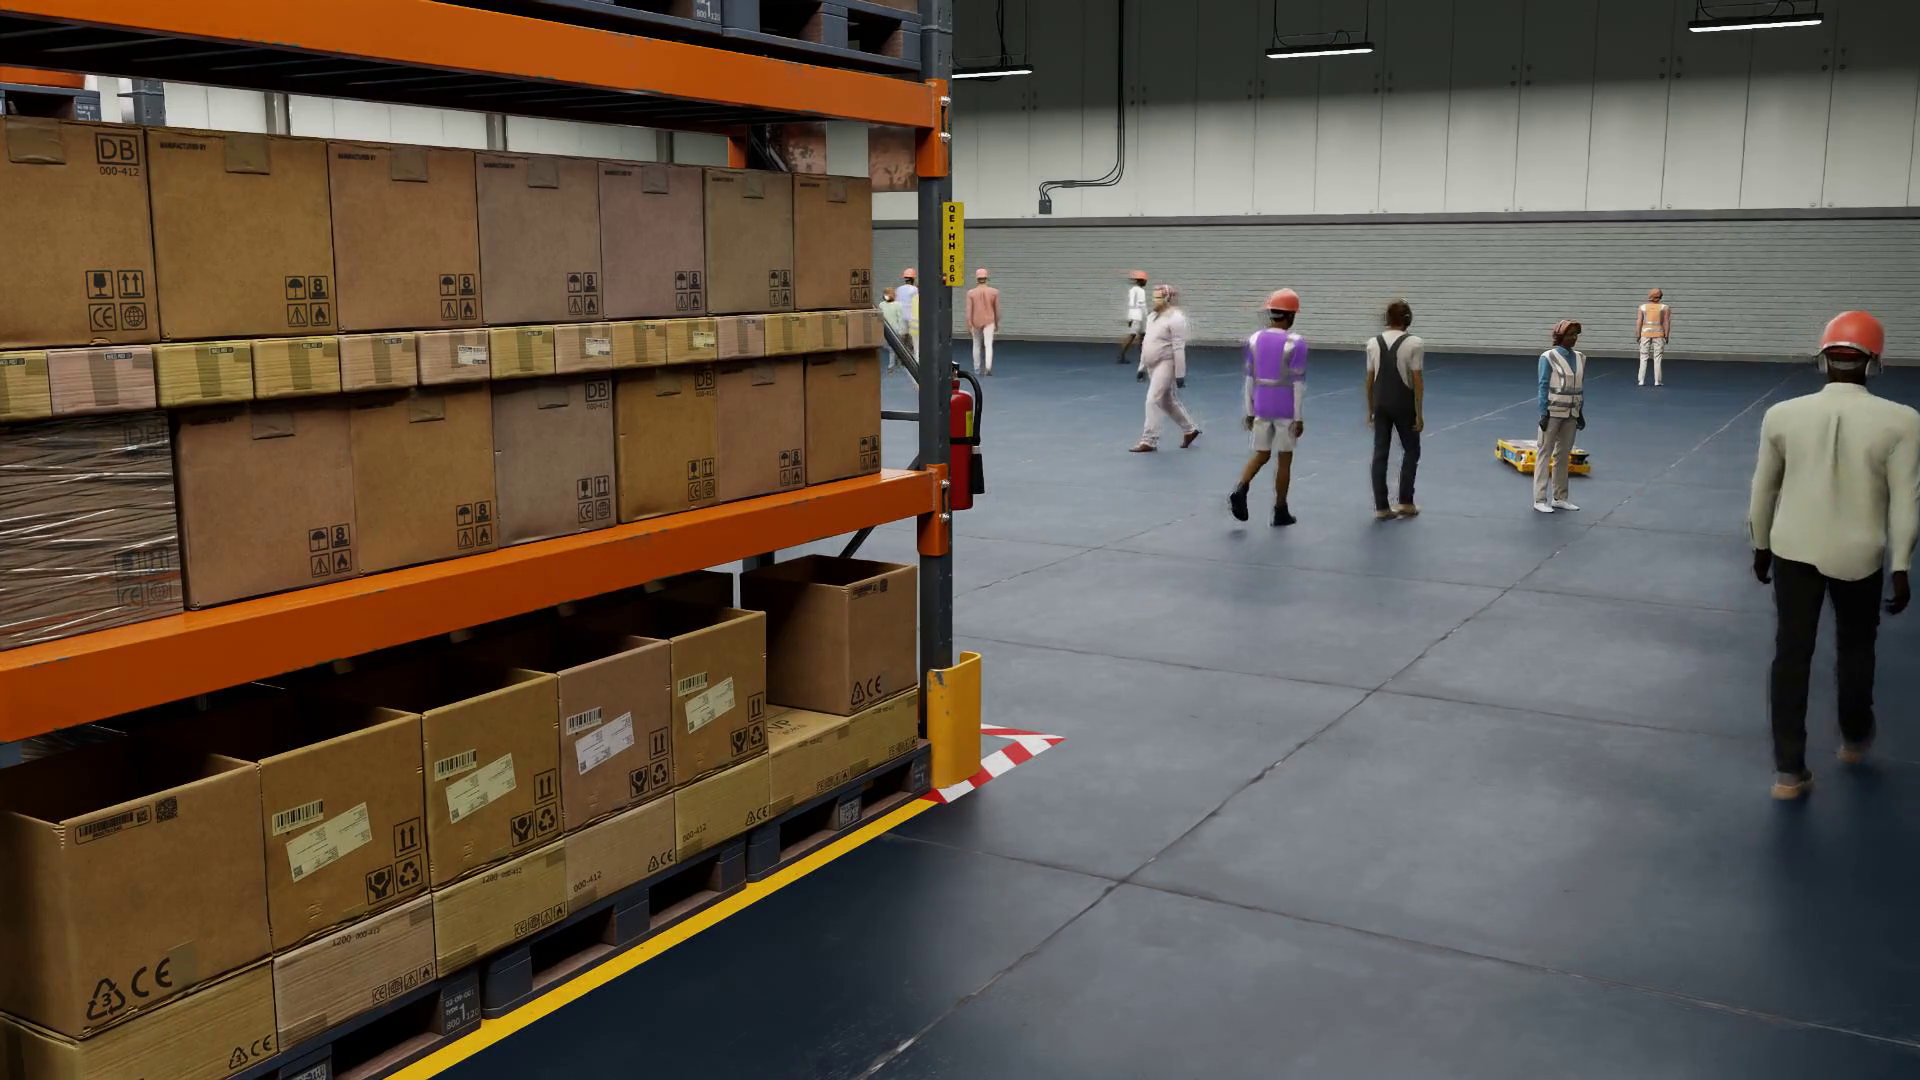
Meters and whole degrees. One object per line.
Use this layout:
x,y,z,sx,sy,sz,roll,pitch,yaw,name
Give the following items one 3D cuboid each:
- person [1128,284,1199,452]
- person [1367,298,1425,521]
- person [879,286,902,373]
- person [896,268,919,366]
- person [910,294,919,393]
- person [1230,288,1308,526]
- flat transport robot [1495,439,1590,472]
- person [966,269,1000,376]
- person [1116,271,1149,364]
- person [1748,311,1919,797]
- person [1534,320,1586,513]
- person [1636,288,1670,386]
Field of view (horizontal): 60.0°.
2.317,-1.928,18.642,0.917,1.872,0.642,-4,10,-20,person
3.644,-1.079,13.778,0.550,1.825,0.661,8,12,38,person
-1.263,-3.928,31.085,0.498,1.617,0.502,6,11,31,person
-0.991,-4.412,32.978,0.551,1.933,0.375,8,12,39,person
-0.551,-3.226,26.388,0.463,1.818,0.641,-8,12,-37,person
2.487,-1.043,13.300,0.547,1.924,0.629,9,13,43,person
6.000,-0.883,17.185,0.652,0.197,1.431,1,10,7,flat transport robot
0.426,-3.990,30.473,0.612,1.956,0.989,0,10,-1,person
3.616,-4.489,33.595,1.014,1.883,0.567,-2,10,-12,person
3.619,0.036,6.890,0.651,1.942,0.995,7,12,37,person
5.116,-1.053,14.180,0.511,1.641,0.308,-5,11,-28,person
11.614,-3.395,27.891,0.523,1.638,0.310,5,11,29,person
